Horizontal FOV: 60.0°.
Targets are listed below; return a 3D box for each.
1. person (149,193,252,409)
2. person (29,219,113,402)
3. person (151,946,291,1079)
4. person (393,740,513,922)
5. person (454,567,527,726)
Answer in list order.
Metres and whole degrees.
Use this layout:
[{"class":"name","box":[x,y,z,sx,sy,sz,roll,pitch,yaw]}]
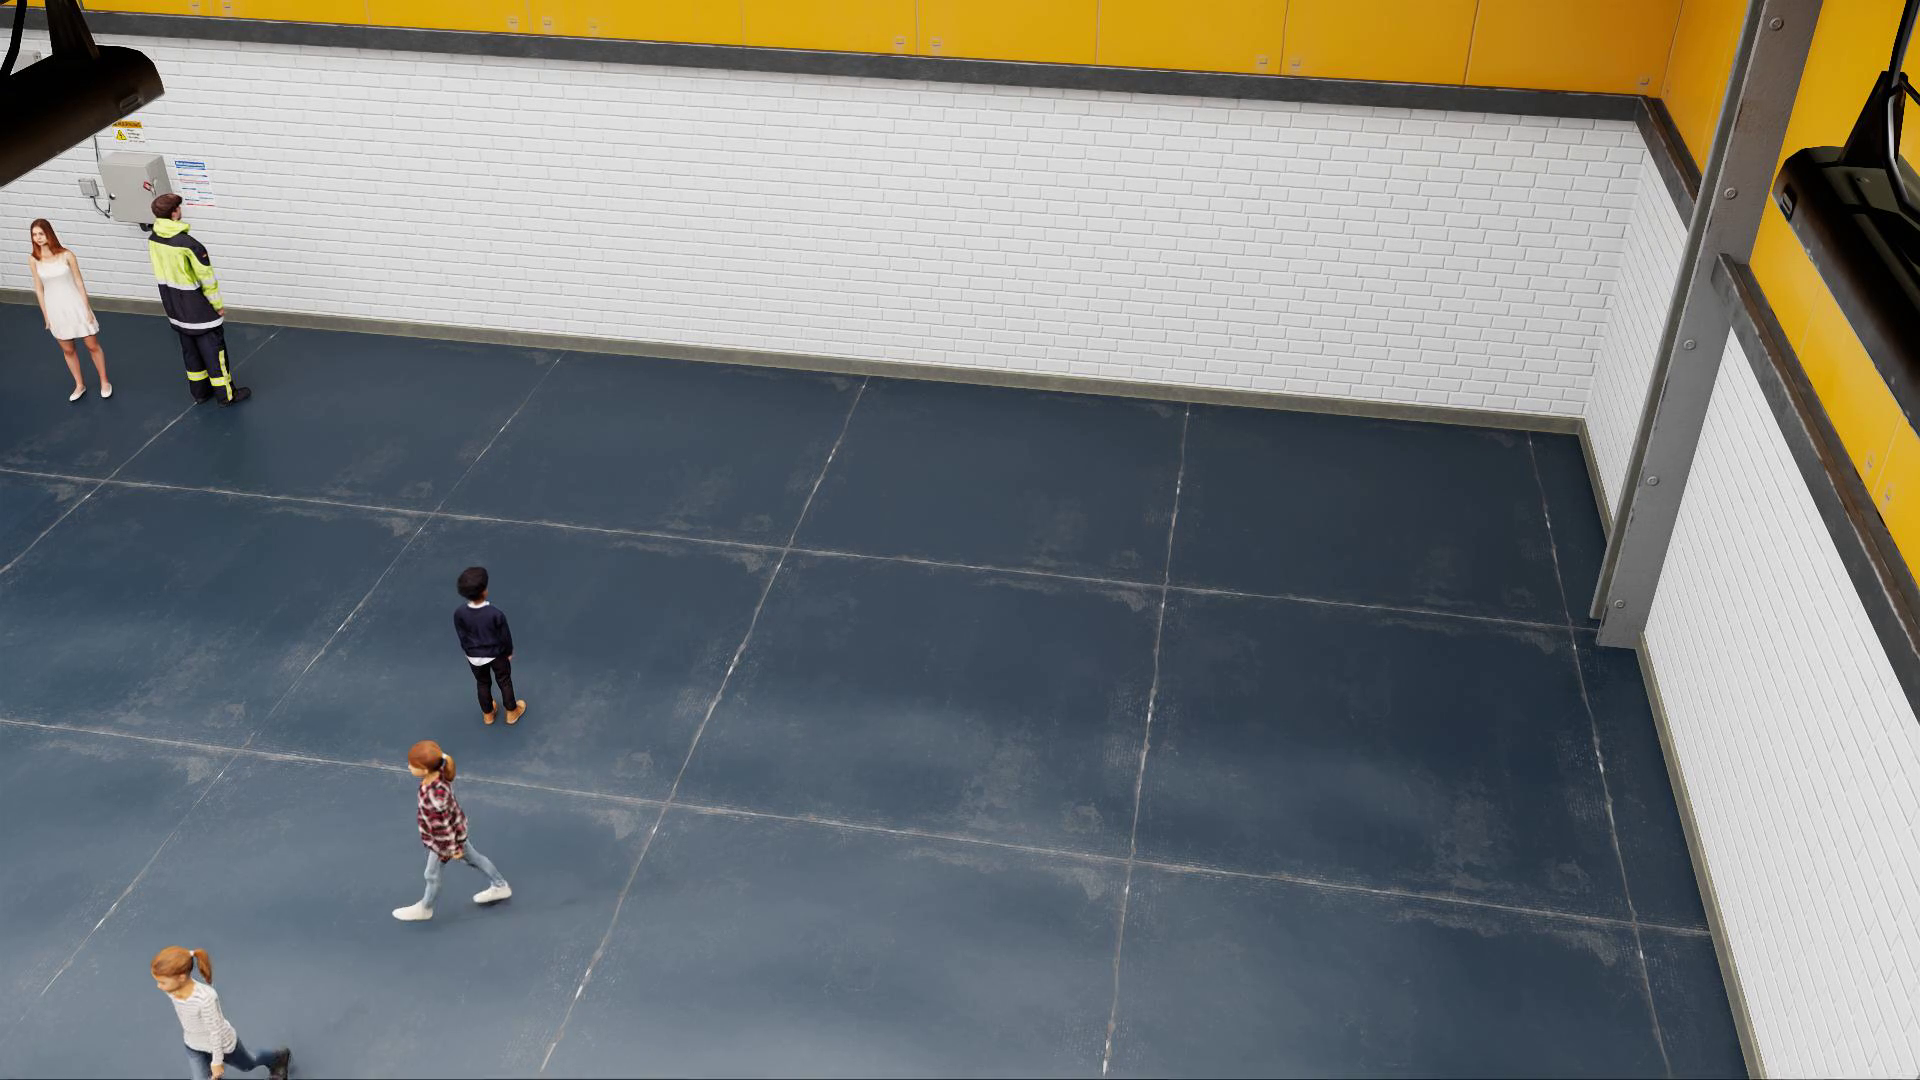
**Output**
[{"class":"person","box":[-6.806,-2.126,14.728,0.822,1.982,0.718,12,36,18]},{"class":"person","box":[-7.989,-2.069,14.887,0.635,1.711,0.638,-8,34,-11]},{"class":"person","box":[-3.713,2.495,8.400,0.561,1.291,0.943,10,35,15]},{"class":"person","box":[-2.908,1.684,9.640,0.816,1.270,0.917,-7,34,-10]},{"class":"person","box":[-3.168,0.718,11.133,0.523,1.226,0.511,1,34,2]}]
